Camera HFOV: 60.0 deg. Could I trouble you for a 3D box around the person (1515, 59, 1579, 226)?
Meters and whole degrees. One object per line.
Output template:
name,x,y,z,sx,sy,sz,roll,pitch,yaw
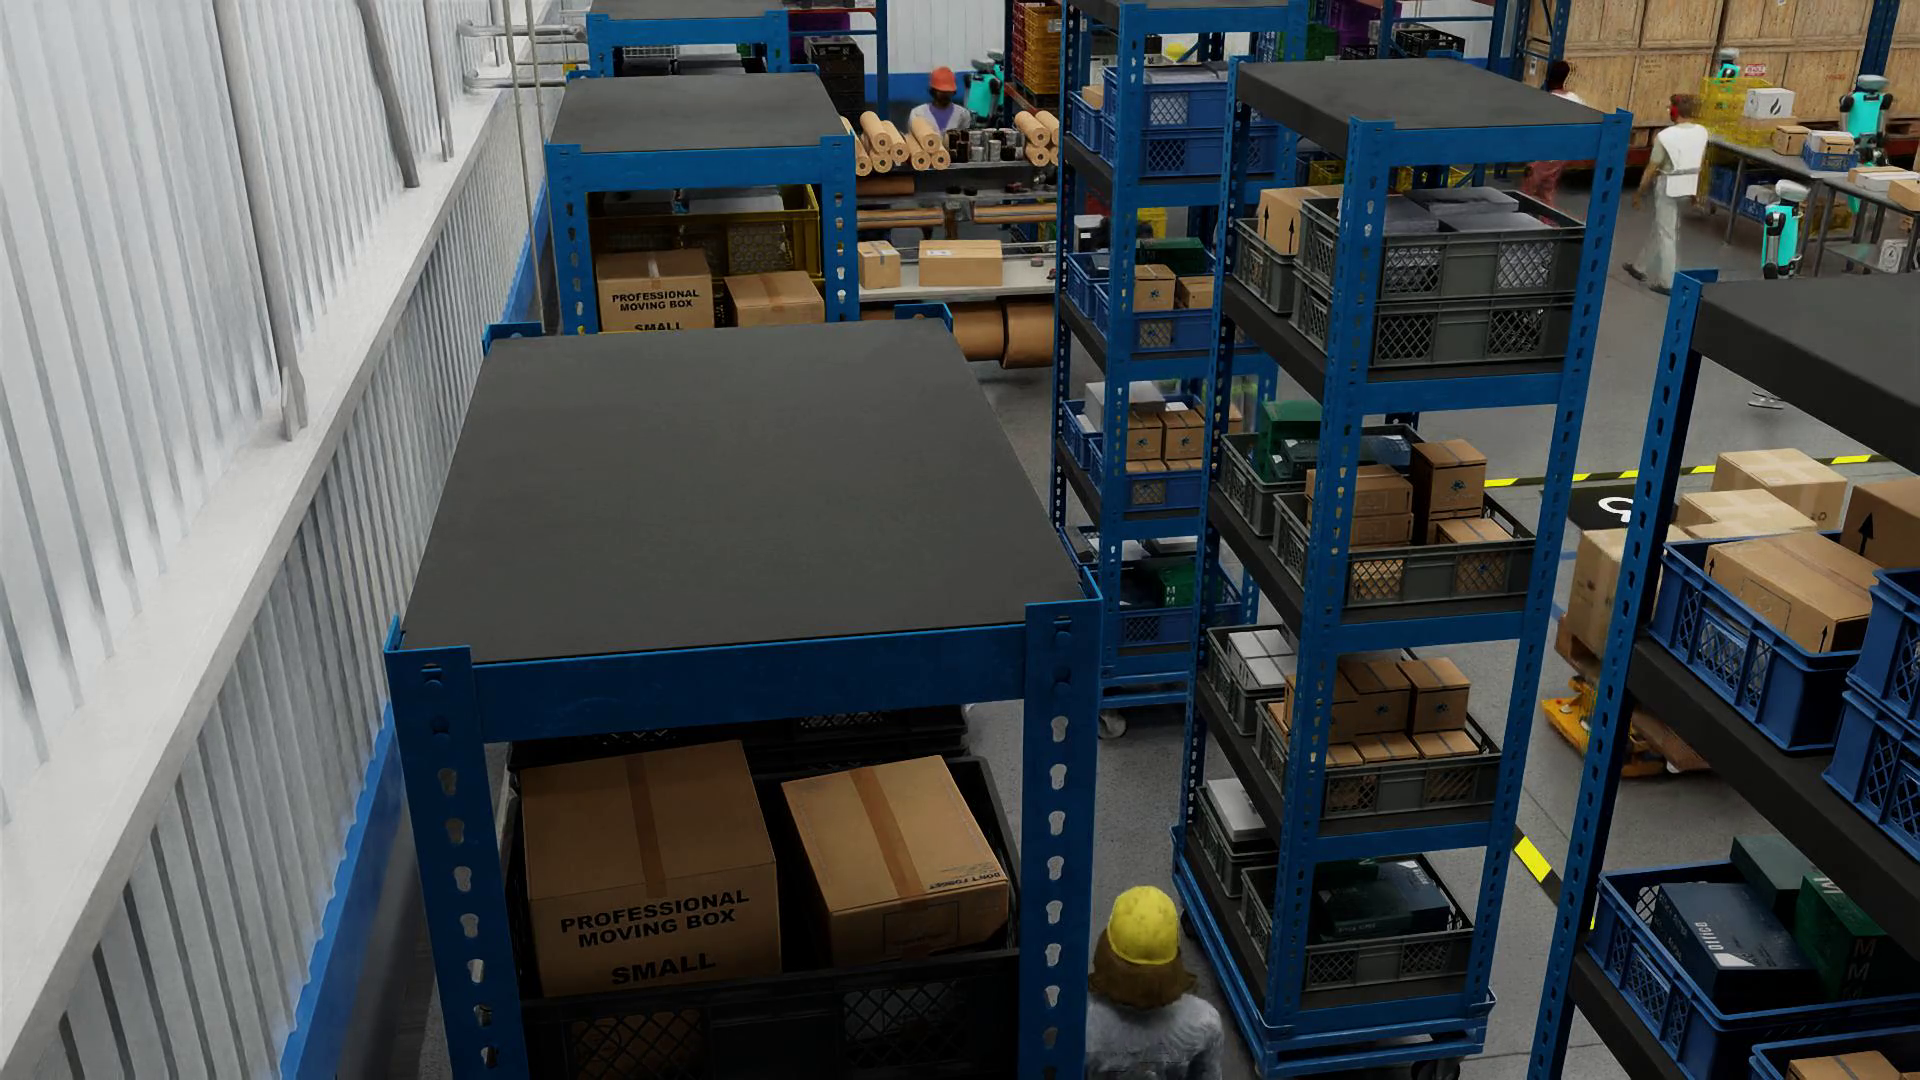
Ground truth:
person,5.868,-3.824,16.646,0.617,1.905,0.464,-15,29,-30

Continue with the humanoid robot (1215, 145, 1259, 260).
humanoid robot,2.506,-2.602,14.294,0.589,1.640,0.629,8,26,18

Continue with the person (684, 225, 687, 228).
person,-2.565,-3.650,16.386,0.523,1.820,0.431,-5,25,-11

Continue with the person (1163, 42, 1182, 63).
person,2.334,-4.806,18.992,0.567,1.726,0.552,-7,26,-16

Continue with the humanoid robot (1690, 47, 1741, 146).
humanoid robot,8.179,-4.594,18.523,0.940,1.748,0.537,10,27,21

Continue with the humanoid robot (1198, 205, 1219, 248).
humanoid robot,2.566,-3.734,16.713,0.599,1.657,0.315,-21,32,-37

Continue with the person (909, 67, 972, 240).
person,-0.190,-3.492,15.826,0.605,1.997,1.037,-2,25,-5

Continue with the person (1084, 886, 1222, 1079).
person,0.484,1.755,4.729,0.496,1.728,0.425,-3,25,-7

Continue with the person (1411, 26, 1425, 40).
person,5.201,-5.011,19.309,0.632,1.841,0.429,-7,26,-15

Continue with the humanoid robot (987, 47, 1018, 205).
humanoid robot,0.623,-4.502,18.166,0.735,1.677,0.533,10,26,20

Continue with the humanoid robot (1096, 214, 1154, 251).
humanoid robot,1.291,-1.947,12.878,0.602,1.622,0.763,18,30,34

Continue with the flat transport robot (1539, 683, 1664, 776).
flat transport robot,3.739,0.880,8.353,1.431,0.197,0.652,-4,25,-8

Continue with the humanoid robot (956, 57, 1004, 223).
humanoid robot,0.036,-4.146,17.613,0.807,1.809,0.546,-20,31,-37

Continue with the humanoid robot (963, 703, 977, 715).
humanoid robot,-0.139,0.243,8.093,0.530,1.777,1.022,20,32,37

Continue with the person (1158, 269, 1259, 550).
person,1.503,-0.795,10.192,0.590,1.803,0.958,-3,25,-6

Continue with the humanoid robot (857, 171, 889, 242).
humanoid robot,-0.702,-2.347,13.727,0.500,1.647,0.608,-11,27,-22

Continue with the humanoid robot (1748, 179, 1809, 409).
humanoid robot,6.196,-1.774,12.234,0.735,1.680,0.533,17,30,32

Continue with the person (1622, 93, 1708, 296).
person,6.513,-3.240,15.488,0.598,1.807,0.881,-11,27,-22

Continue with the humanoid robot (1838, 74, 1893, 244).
humanoid robot,9.016,-3.613,16.543,0.542,1.906,0.726,-4,25,-9
